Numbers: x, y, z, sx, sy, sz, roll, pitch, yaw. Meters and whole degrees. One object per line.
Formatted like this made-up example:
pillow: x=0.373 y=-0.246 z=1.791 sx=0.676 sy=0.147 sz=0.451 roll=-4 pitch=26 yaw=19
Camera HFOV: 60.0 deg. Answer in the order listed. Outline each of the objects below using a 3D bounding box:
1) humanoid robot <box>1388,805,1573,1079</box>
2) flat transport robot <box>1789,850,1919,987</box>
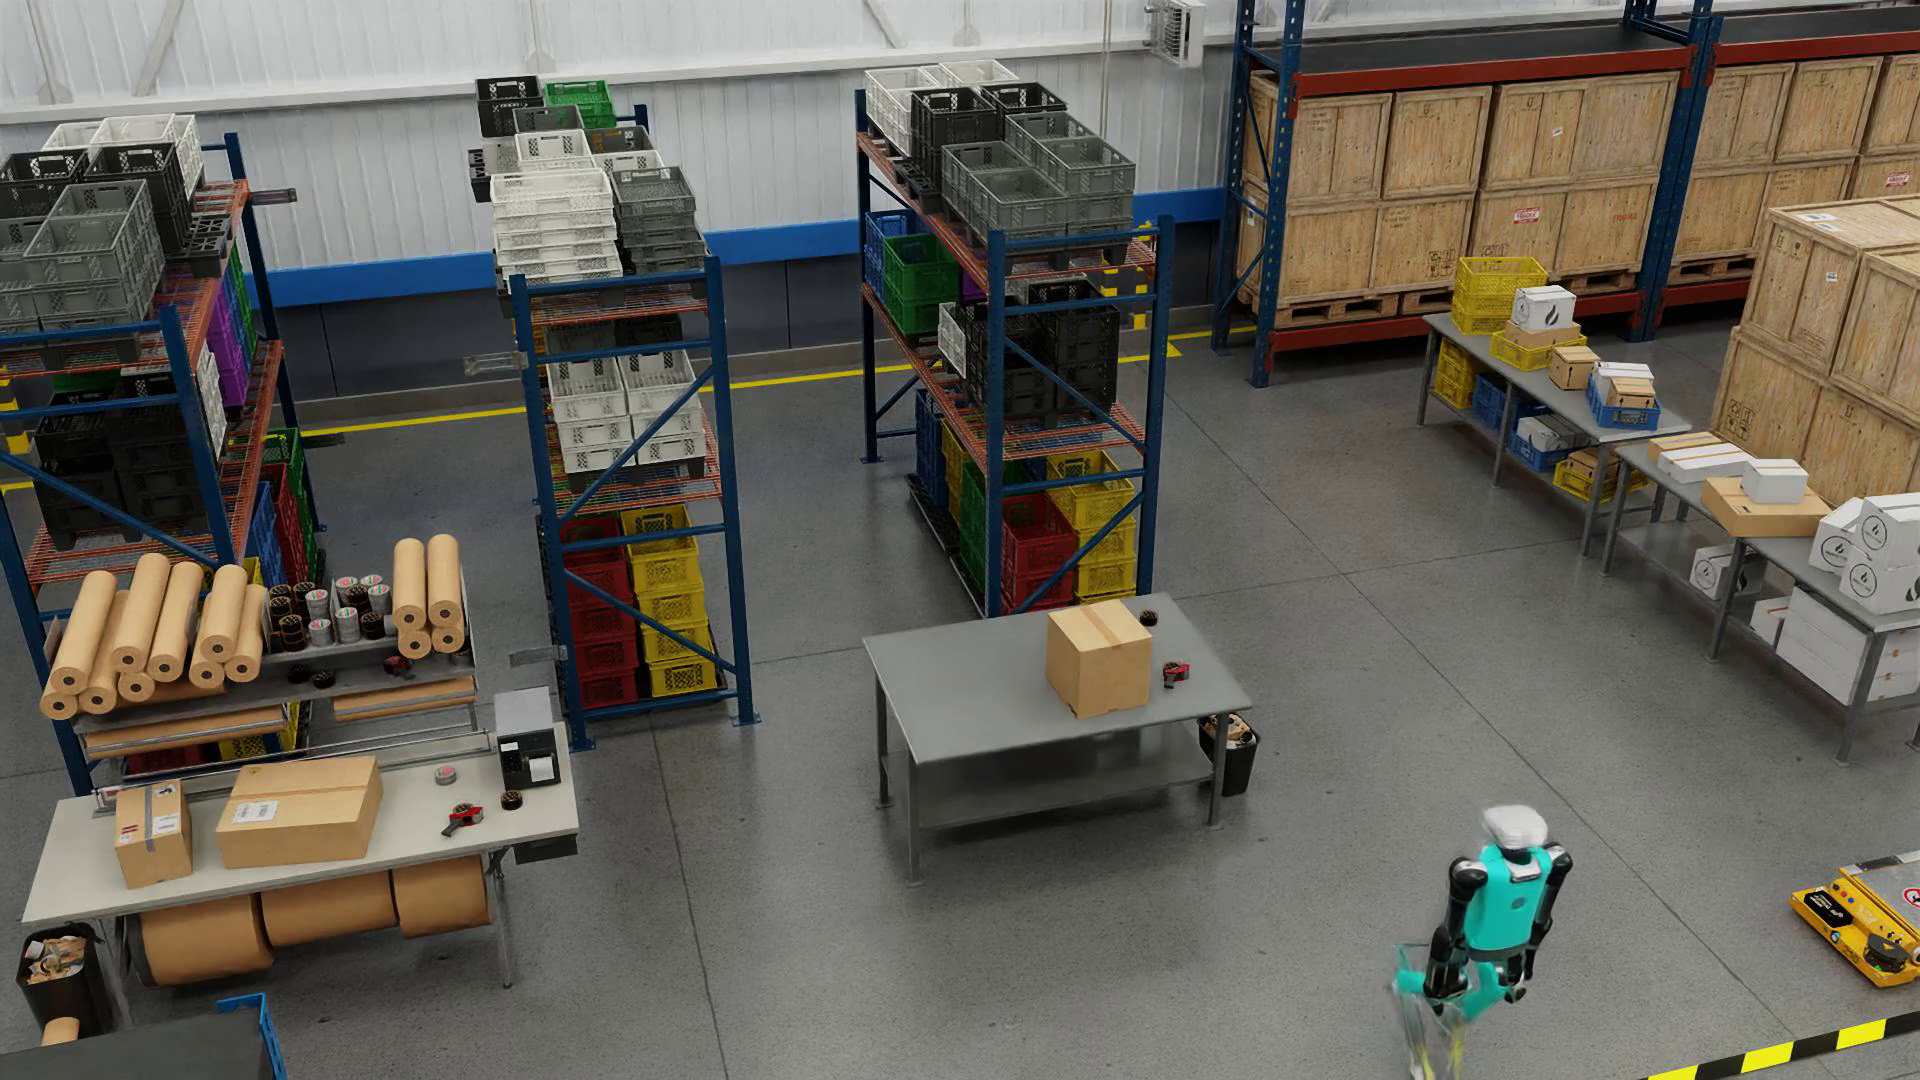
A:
humanoid robot: x=2.199 y=1.856 z=7.373 sx=0.542 sy=1.897 sz=0.724 roll=-7 pitch=30 yaw=-13
flat transport robot: x=5.163 y=1.916 z=8.676 sx=1.431 sy=0.231 sz=0.659 roll=-8 pitch=30 yaw=-14
